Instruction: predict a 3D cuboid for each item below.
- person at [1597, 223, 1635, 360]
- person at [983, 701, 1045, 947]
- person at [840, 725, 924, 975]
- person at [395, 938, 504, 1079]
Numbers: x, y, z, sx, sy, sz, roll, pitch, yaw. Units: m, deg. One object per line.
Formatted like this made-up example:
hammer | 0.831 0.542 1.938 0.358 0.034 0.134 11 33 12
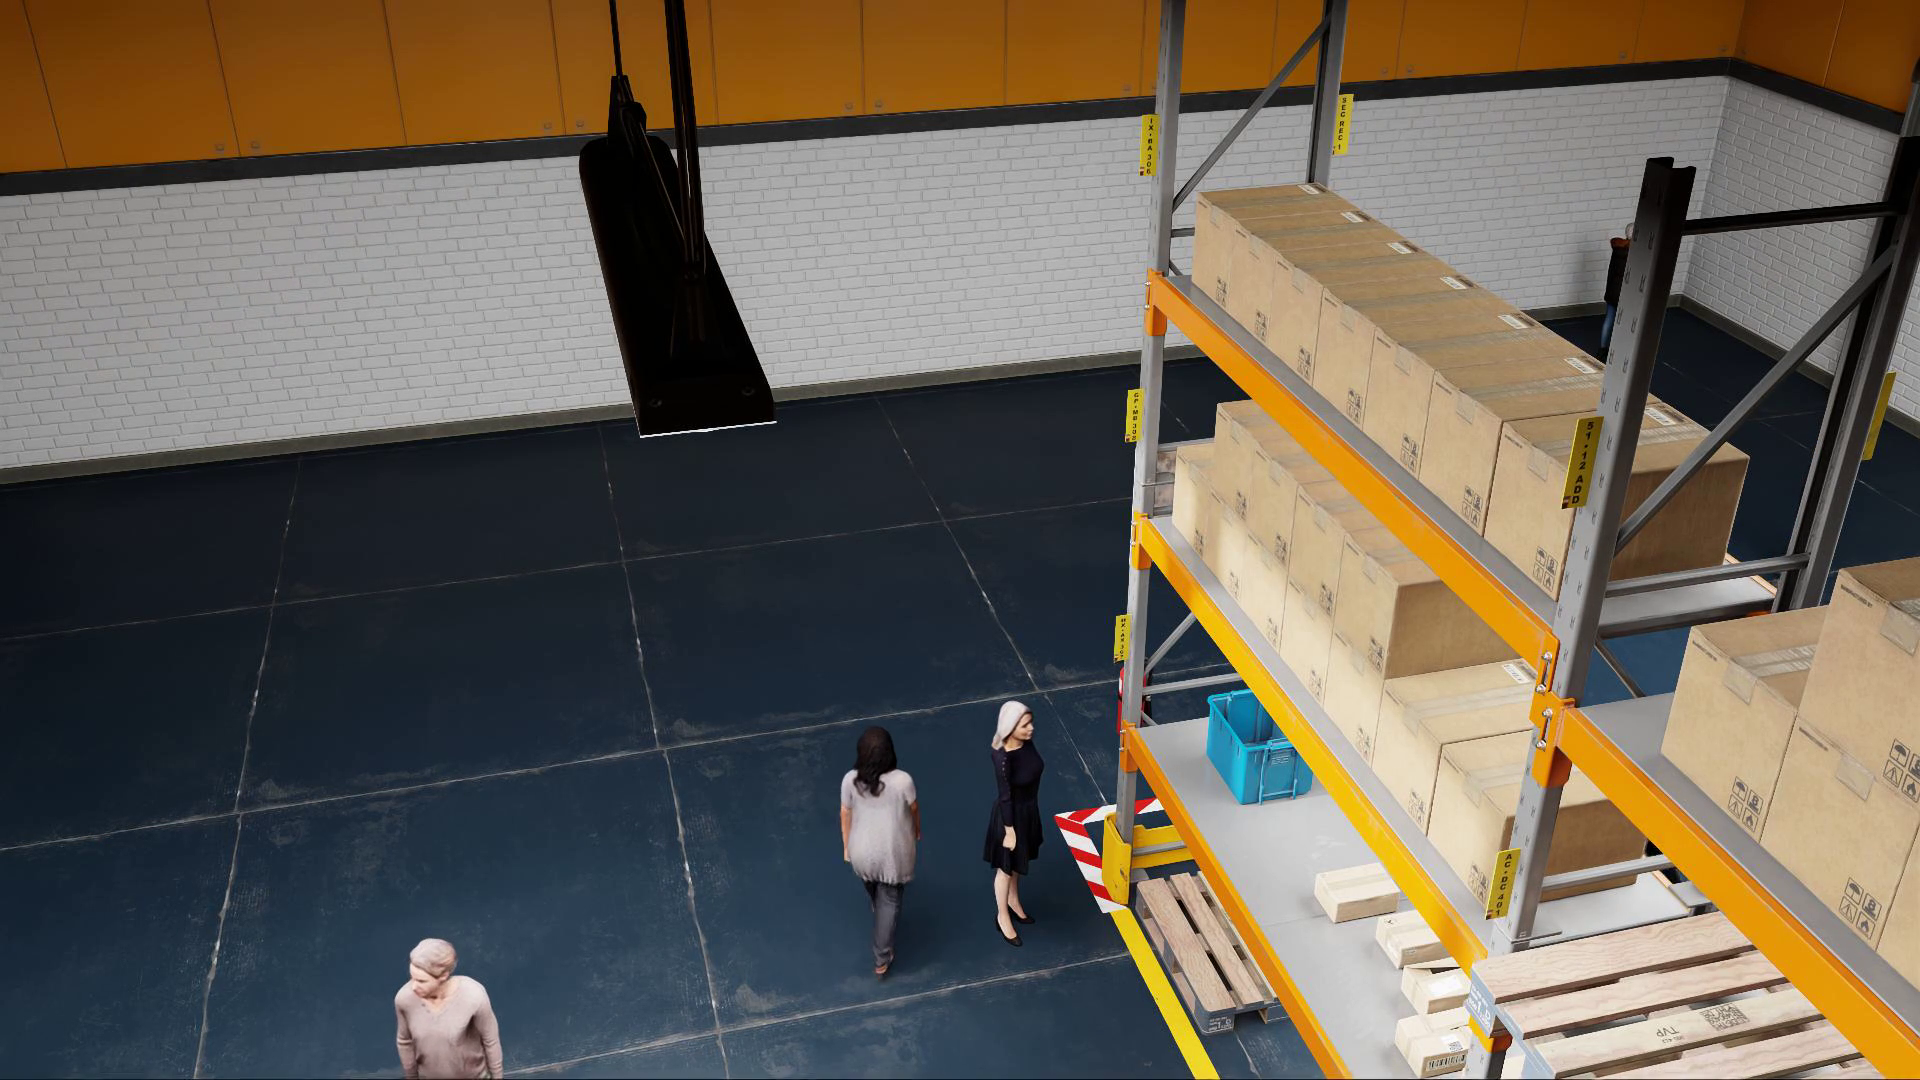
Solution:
person | 7.525 -2.820 18.881 0.769 1.634 0.657 -18 33 -29
person | 0.349 1.748 10.389 0.757 1.747 0.684 12 31 21
person | -0.497 1.926 10.252 0.937 1.565 1.170 5 29 10
person | -2.559 2.733 8.455 0.744 1.869 0.714 1 29 2
